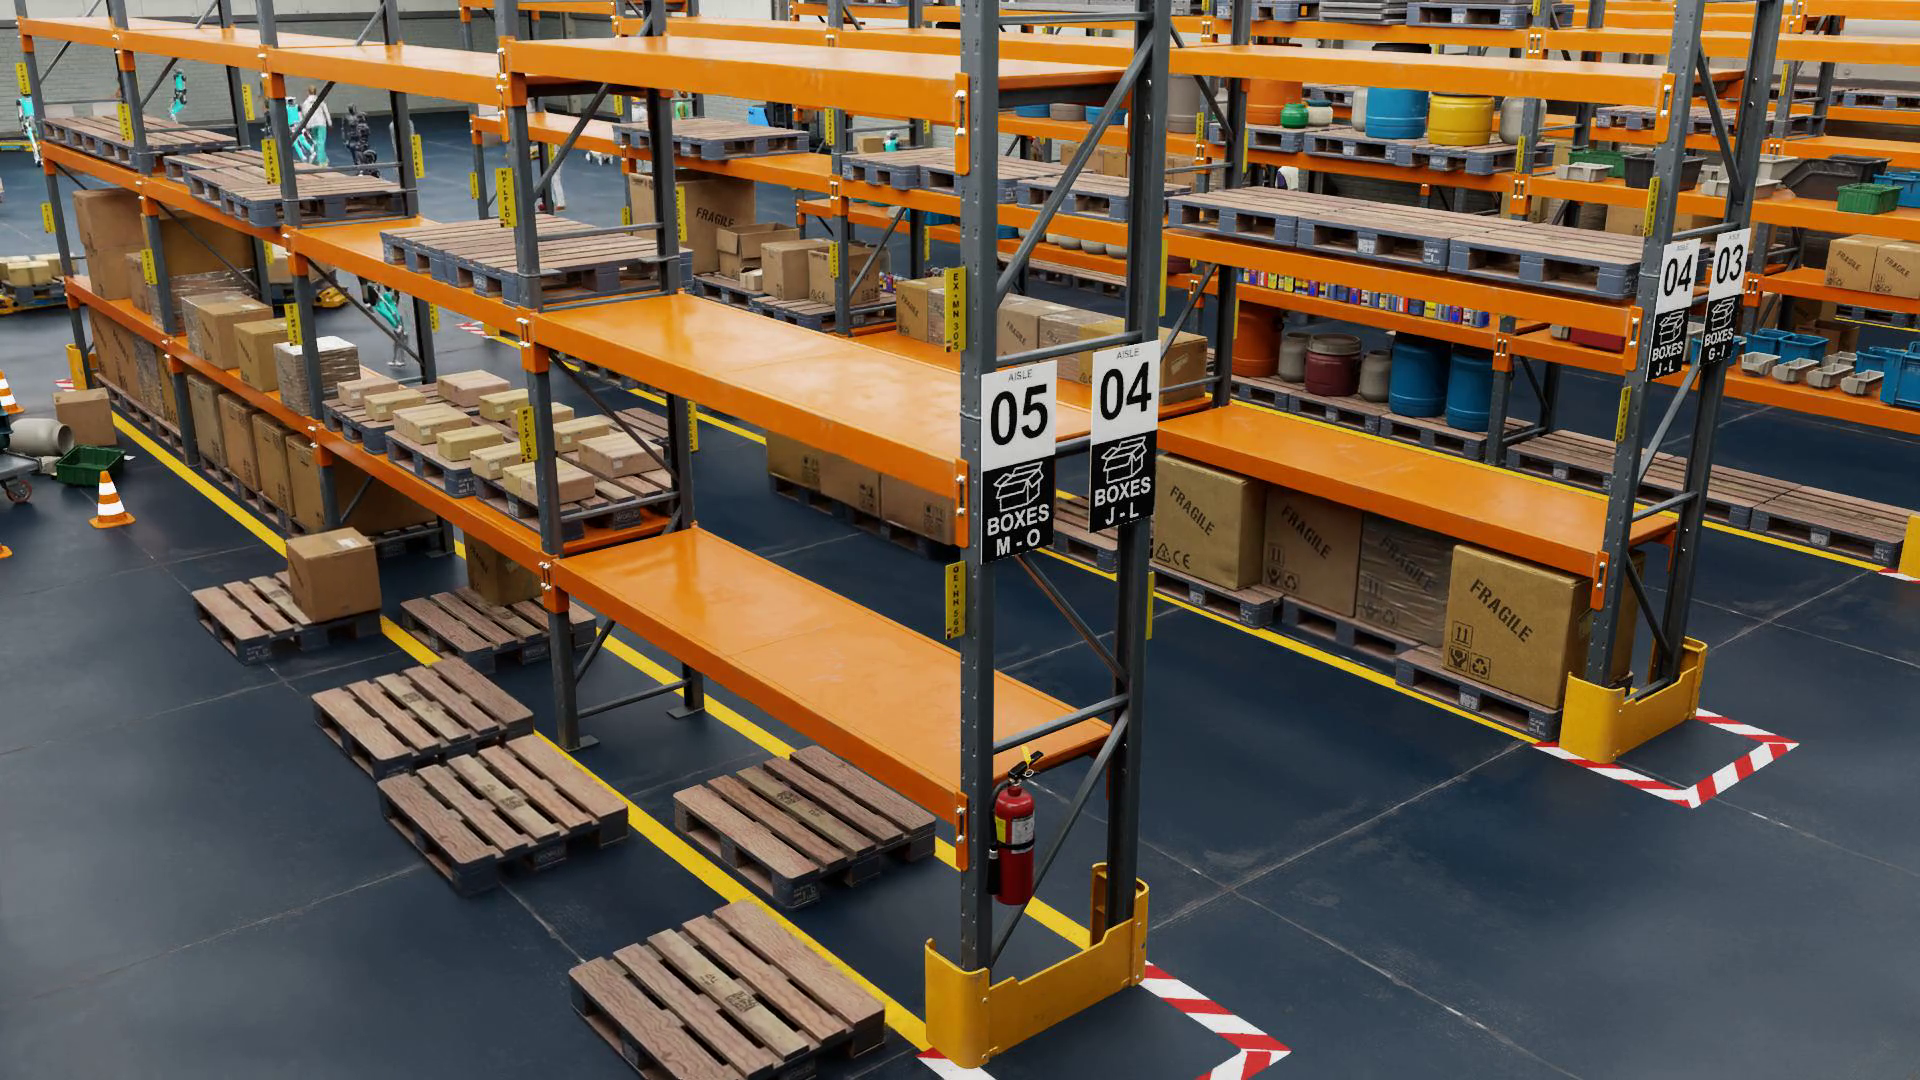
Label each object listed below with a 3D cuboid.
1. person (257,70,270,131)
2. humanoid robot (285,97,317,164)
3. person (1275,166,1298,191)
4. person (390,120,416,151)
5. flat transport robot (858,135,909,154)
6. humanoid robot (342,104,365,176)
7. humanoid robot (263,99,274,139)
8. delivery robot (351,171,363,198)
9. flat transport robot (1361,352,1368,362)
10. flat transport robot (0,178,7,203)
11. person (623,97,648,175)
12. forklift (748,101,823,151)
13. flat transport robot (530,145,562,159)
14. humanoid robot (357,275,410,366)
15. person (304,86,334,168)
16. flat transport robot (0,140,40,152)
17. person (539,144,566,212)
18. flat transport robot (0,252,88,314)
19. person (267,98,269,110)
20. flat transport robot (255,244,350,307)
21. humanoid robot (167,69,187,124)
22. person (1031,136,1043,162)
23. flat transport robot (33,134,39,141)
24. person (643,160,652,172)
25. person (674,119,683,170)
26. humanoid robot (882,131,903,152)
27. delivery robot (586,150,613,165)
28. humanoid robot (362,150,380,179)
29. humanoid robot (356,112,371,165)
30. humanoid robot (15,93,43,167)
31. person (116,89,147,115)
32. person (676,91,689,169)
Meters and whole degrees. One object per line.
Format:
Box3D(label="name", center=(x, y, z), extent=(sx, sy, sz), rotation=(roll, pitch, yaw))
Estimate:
Box3D(label="person", center=(-19.849, -12.649, 47.543), extent=(0.473, 1.852, 0.535), rotation=(-3, 20, -8))
Box3D(label="humanoid robot", center=(-14.833, -9.019, 37.491), extent=(0.777, 1.867, 0.530), rotation=(11, 22, 29))
Box3D(label="person", center=(5.321, -5.482, 27.175), extent=(0.388, 1.839, 0.559), rotation=(15, 24, 35))
Box3D(label="person", center=(-11.925, -8.440, 35.720), extent=(0.550, 1.738, 0.473), rotation=(-13, 23, -33))
Box3D(label="flat transport robot", center=(-1.742, -8.204, 37.285), extent=(1.431, 0.231, 0.659), rotation=(-8, 21, -21))
Box3D(label="humanoid robot", center=(-13.633, -8.977, 37.419), extent=(0.585, 1.619, 0.784), rotation=(-1, 19, -3))
Box3D(label="humanoid robot", center=(-15.829, -9.356, 38.469), extent=(0.598, 1.640, 0.612), rotation=(3, 20, 10))
Box3D(label="delivery robot", center=(-12.286, -7.279, 34.237), extent=(0.499, 0.605, 0.799), rotation=(7, 21, 20))
Box3D(label="flat transport robot", center=(5.457, -2.027, 19.705), extent=(0.659, 0.231, 1.431), rotation=(-13, 23, -33))
Box3D(label="flat transport robot", center=(-19.140, -6.313, 31.903), extent=(0.659, 0.231, 1.431), rotation=(-1, 19, -3))
Box3D(label="person", center=(-7.372, -9.174, 37.660), extent=(0.728, 1.859, 0.339), rotation=(4, 20, 12))
Box3D(label="forklift", center=(-4.526, -11.368, 42.374), extent=(1.129, 2.768, 1.873), rotation=(-15, 24, -37))
Box3D(label="flat transport robot", center=(-10.540, -9.673, 41.464), extent=(0.659, 0.231, 1.431), rotation=(11, 22, 28))
Box3D(label="humanoid robot", center=(-6.838, -2.872, 20.006), extent=(0.774, 1.840, 0.543), rotation=(11, 22, 29))
Box3D(label="person", center=(-15.202, -9.825, 39.493), extent=(0.512, 1.861, 0.962), rotation=(0, 19, 1))
Box3D(label="flat transport robot", center=(-24.243, -10.134, 42.778), extent=(1.431, 0.231, 0.659), rotation=(2, 19, 6))
Box3D(label="person", center=(-8.030, -7.326, 32.386), extent=(0.631, 1.862, 0.611), rotation=(-8, 21, -22))
Box3D(label="flat transport robot", center=(-13.100, -3.443, 23.735), extent=(0.659, 0.231, 1.431), rotation=(18, 26, 41))
Box3D(label="person", center=(-18.463, -11.588, 44.759), extent=(0.319, 1.697, 0.532), rotation=(-4, 20, -12))
Box3D(label="flat transport robot", center=(-9.555, -3.472, 23.818), extent=(1.431, 0.231, 0.659), rotation=(-1, 19, -4))
Box3D(label="humanoid robot", center=(-22.137, -12.348, 46.866), extent=(0.561, 1.774, 0.825), rotation=(15, 24, 36))
Box3D(label="person", center=(1.375, -6.741, 30.882), extent=(0.410, 1.757, 0.551), rotation=(8, 21, 22))
Box3D(label="flat transport robot", center=(-24.282, -10.707, 44.408), extent=(0.659, 0.231, 1.431), rotation=(-17, 25, -40))
Box3D(label="person", center=(-5.201, -5.943, 28.314), extent=(0.367, 1.959, 0.602), rotation=(0, 19, 0))
Box3D(label="person", center=(-5.702, -7.557, 33.286), extent=(0.761, 1.687, 0.471), rotation=(7, 20, 18))
Box3D(label="humanoid robot", center=(-1.030, -6.742, 30.996), extent=(1.075, 1.740, 0.548), rotation=(-15, 24, -36))
Box3D(label="delivery robot", center=(-8.671, -9.339, 40.111), extent=(0.499, 0.614, 0.815), rotation=(-12, 23, -31))
Box3D(label="humanoid robot", center=(-9.946, -5.772, 28.217), extent=(0.315, 1.657, 0.599), rotation=(-6, 20, -17))
Box3D(label="humanoid robot", center=(-12.771, -8.342, 35.644), extent=(0.632, 1.639, 0.619), rotation=(-1, 19, -3))
Box3D(label="humanoid robot", center=(-21.950, -9.715, 39.428), extent=(0.551, 1.804, 0.908), rotation=(-12, 22, -30))
Box3D(label="person", center=(-21.774, -11.236, 43.542), extent=(0.903, 1.787, 0.777), rotation=(5, 20, 15))
Box3D(label="person", center=(-6.360, -9.441, 38.232), extent=(0.398, 1.978, 0.489), rotation=(-5, 20, -13))
